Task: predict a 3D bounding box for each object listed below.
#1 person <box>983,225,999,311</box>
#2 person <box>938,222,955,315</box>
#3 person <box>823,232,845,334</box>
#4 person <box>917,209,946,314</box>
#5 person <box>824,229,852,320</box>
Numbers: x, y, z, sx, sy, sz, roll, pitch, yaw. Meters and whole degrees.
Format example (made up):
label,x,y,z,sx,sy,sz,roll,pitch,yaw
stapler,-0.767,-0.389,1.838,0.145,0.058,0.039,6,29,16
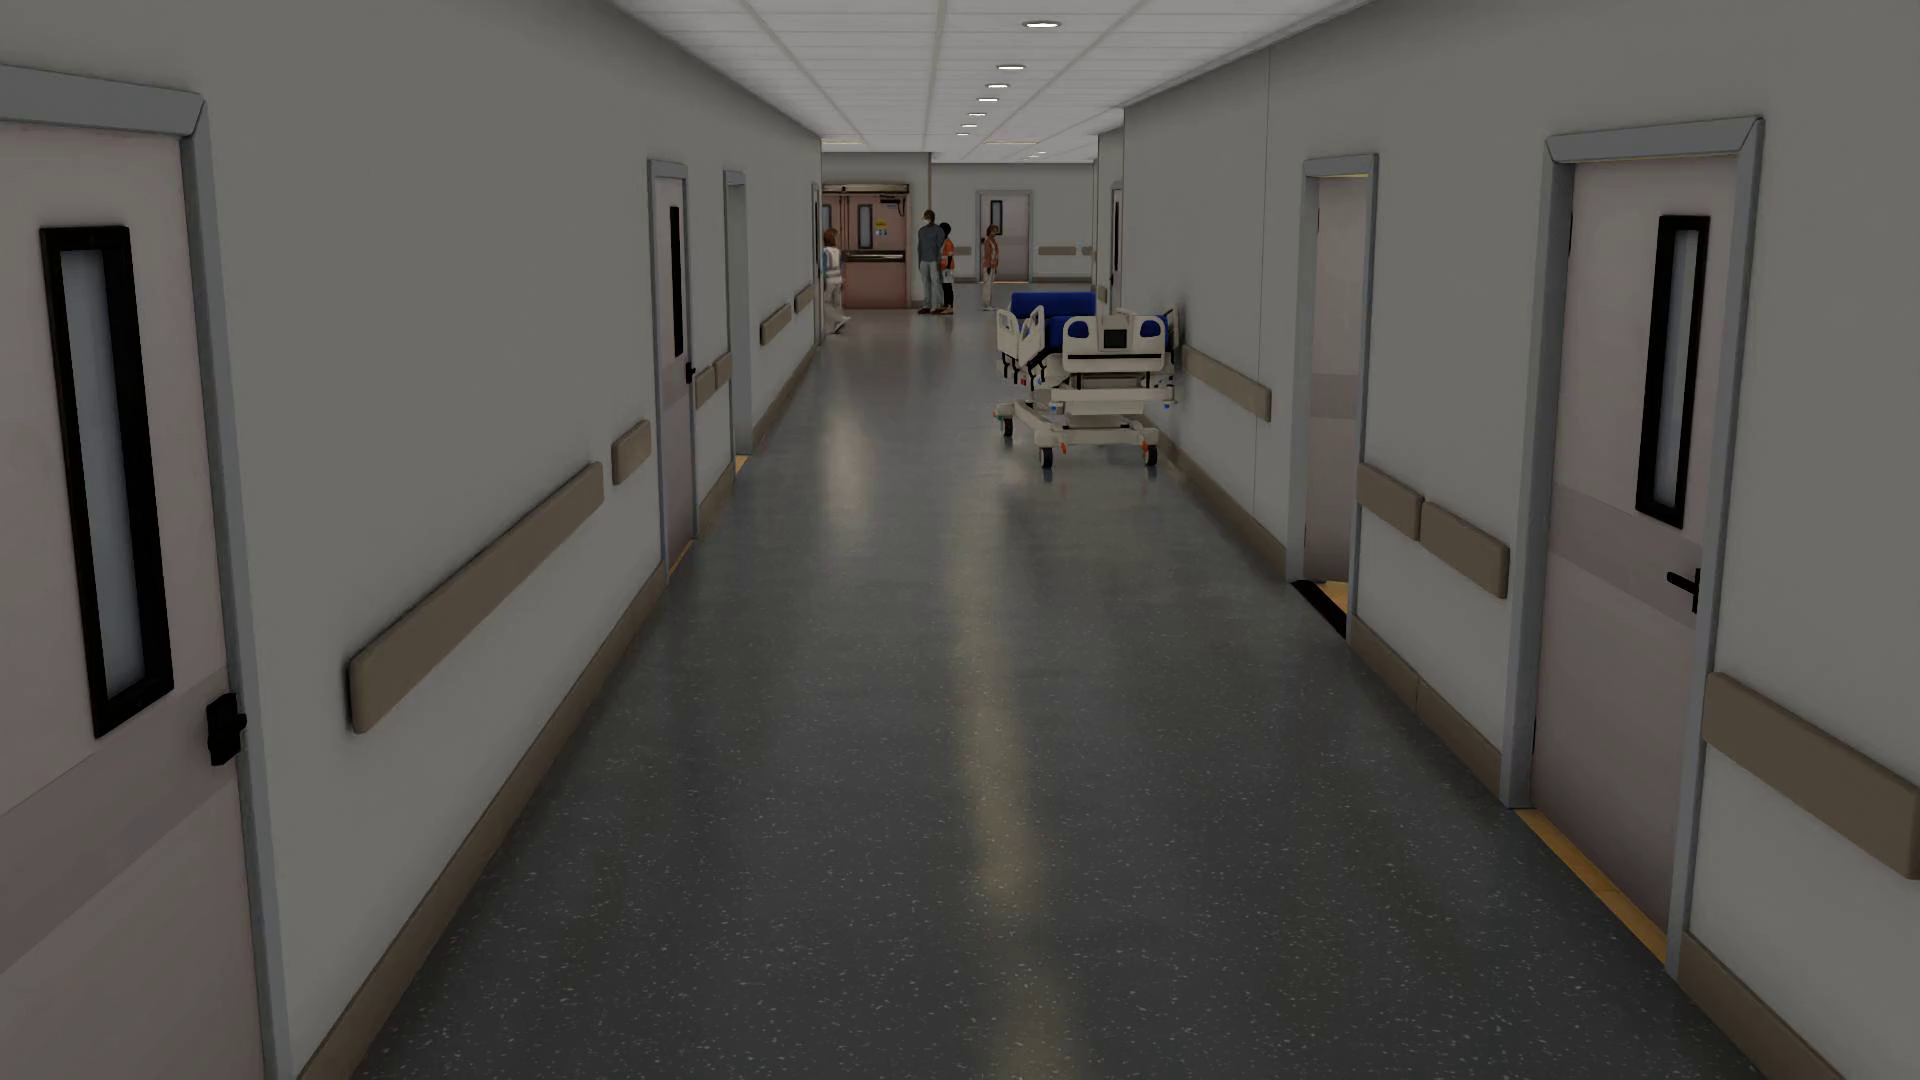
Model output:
label,x,y,z,sx,sy,sz,roll,pitch,yaw
person,0.588,-5.215,31.897,0.314,1.636,0.515,3,12,17
person,-0.272,-5.034,30.866,0.321,1.697,0.530,-3,12,-17
person,-1.998,-4.050,26.258,0.458,1.614,0.536,7,13,30
person,-0.543,-5.161,30.912,0.629,1.932,0.366,9,15,39
person,-2.294,-4.699,29.449,0.665,1.610,0.516,-3,12,-14
